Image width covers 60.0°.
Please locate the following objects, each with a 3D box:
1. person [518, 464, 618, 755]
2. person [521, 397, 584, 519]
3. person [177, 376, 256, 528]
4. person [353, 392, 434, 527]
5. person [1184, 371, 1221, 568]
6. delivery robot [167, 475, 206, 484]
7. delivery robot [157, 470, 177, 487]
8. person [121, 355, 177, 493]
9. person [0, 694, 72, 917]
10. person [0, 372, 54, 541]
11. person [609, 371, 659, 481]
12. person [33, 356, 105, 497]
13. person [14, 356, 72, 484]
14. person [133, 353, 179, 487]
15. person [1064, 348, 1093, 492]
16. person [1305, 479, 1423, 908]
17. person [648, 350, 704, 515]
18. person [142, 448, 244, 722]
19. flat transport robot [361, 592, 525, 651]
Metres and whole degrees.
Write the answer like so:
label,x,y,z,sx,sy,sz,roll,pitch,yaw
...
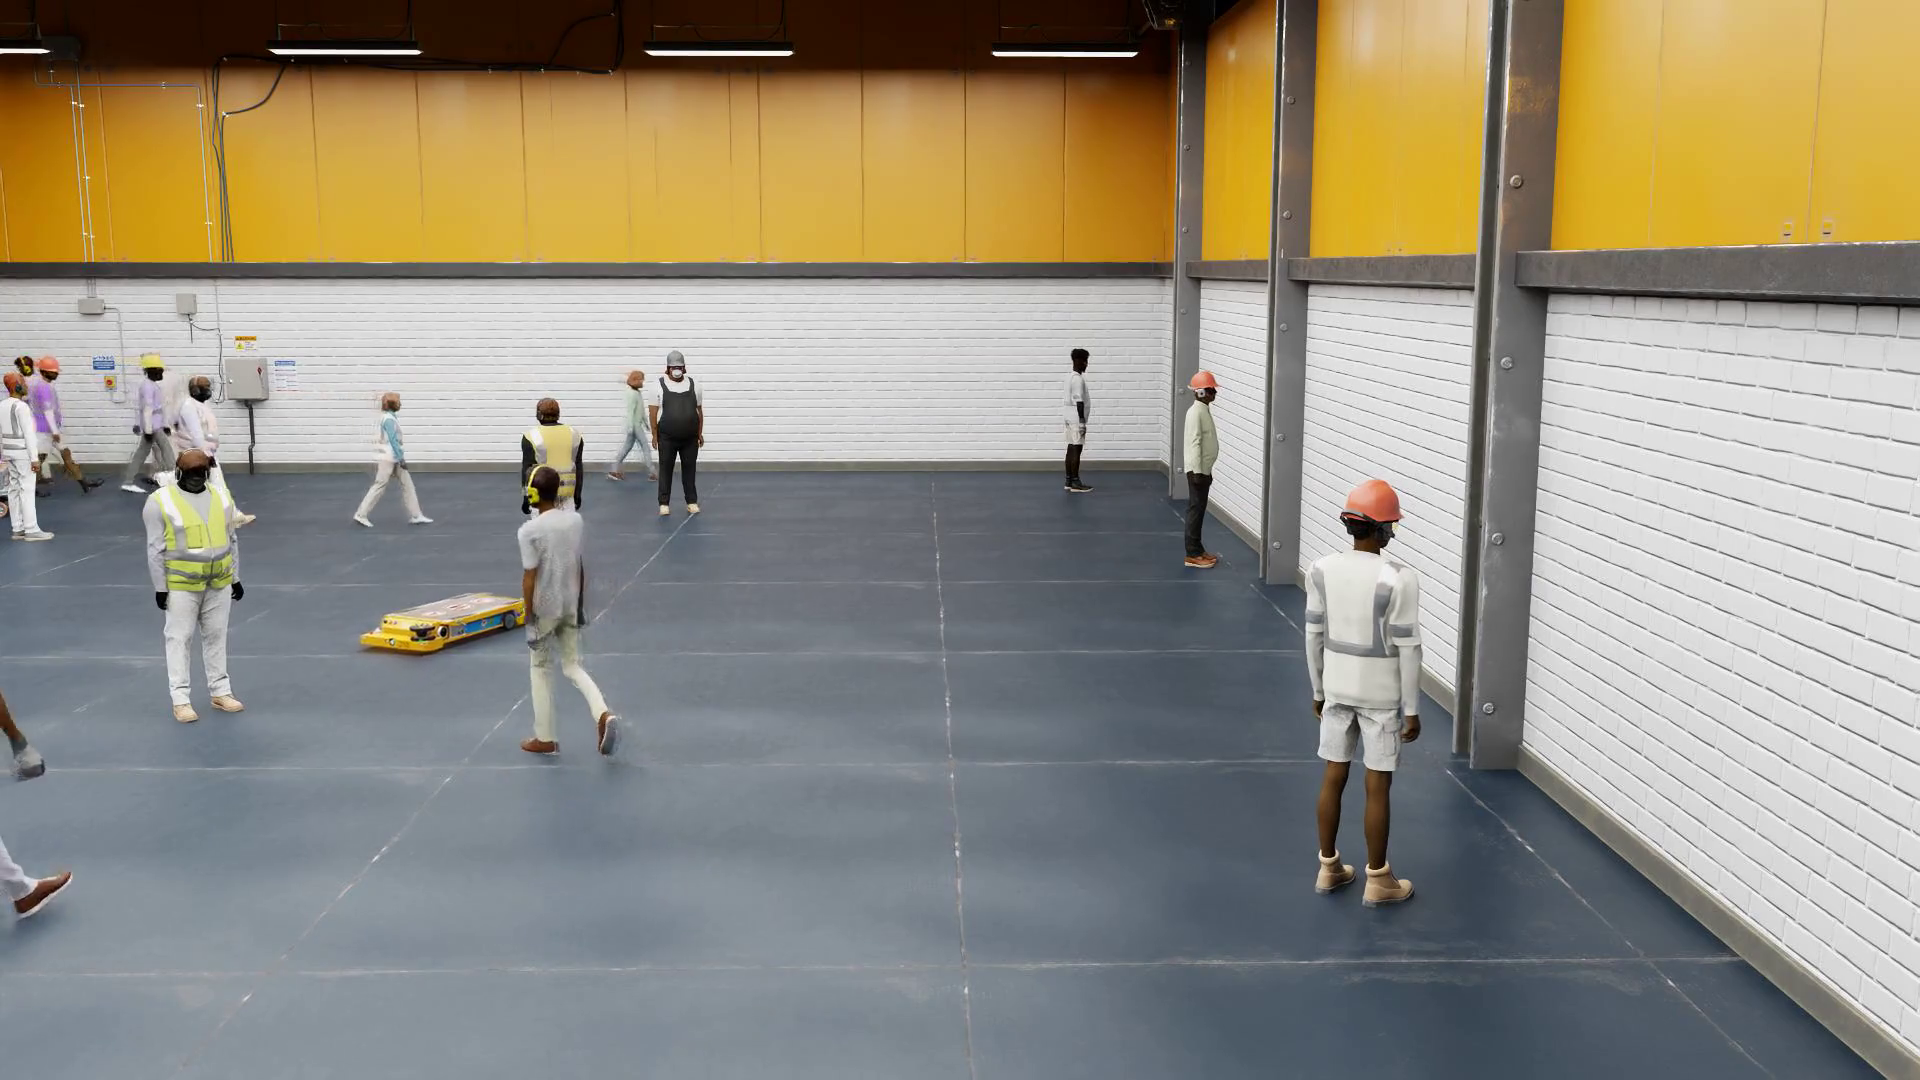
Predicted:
label,x,y,z,sx,sy,sz,roll,pitch,yaw
person,-2.446,0.452,10.263,0.711,1.847,0.528,8,12,39
person,-3.828,-0.416,15.582,0.633,1.841,0.429,-8,13,-42
person,-8.693,-0.980,19.171,0.929,1.798,0.637,-1,9,-4
person,-6.745,-0.951,19.610,0.876,1.596,0.506,-2,9,-12
person,2.469,-0.726,17.011,0.375,1.997,0.612,3,10,17
delivery robot,-9.699,-0.681,20.858,0.477,0.478,0.707,-6,11,-35
delivery robot,-9.920,-0.770,21.401,0.707,0.478,0.477,-3,10,-16
person,-10.913,-1.563,22.518,0.993,1.884,0.594,-5,11,-28
person,-4.426,0.936,7.393,0.537,1.815,0.993,5,10,27
person,-10.485,-0.928,18.597,0.575,1.885,0.355,6,11,33
person,-4.663,-1.632,23.804,0.845,1.592,0.506,-1,9,-6
person,-12.000,-1.500,22.115,0.993,1.875,0.561,-4,10,-24
person,-12.862,-1.666,23.331,0.556,1.824,0.562,2,10,14
person,-11.252,-1.662,23.117,0.852,1.869,0.662,1,9,7
person,1.604,-1.642,22.724,0.367,1.965,0.604,-2,9,-12
person,1.937,0.727,7.958,0.608,2.044,0.371,9,13,44
person,-3.476,-1.326,20.556,0.689,2.000,0.538,-4,10,-23
person,-5.154,0.293,11.260,0.429,1.837,0.620,7,12,37
flat transport robot,-4.195,0.661,13.782,0.652,0.197,1.431,4,10,24
